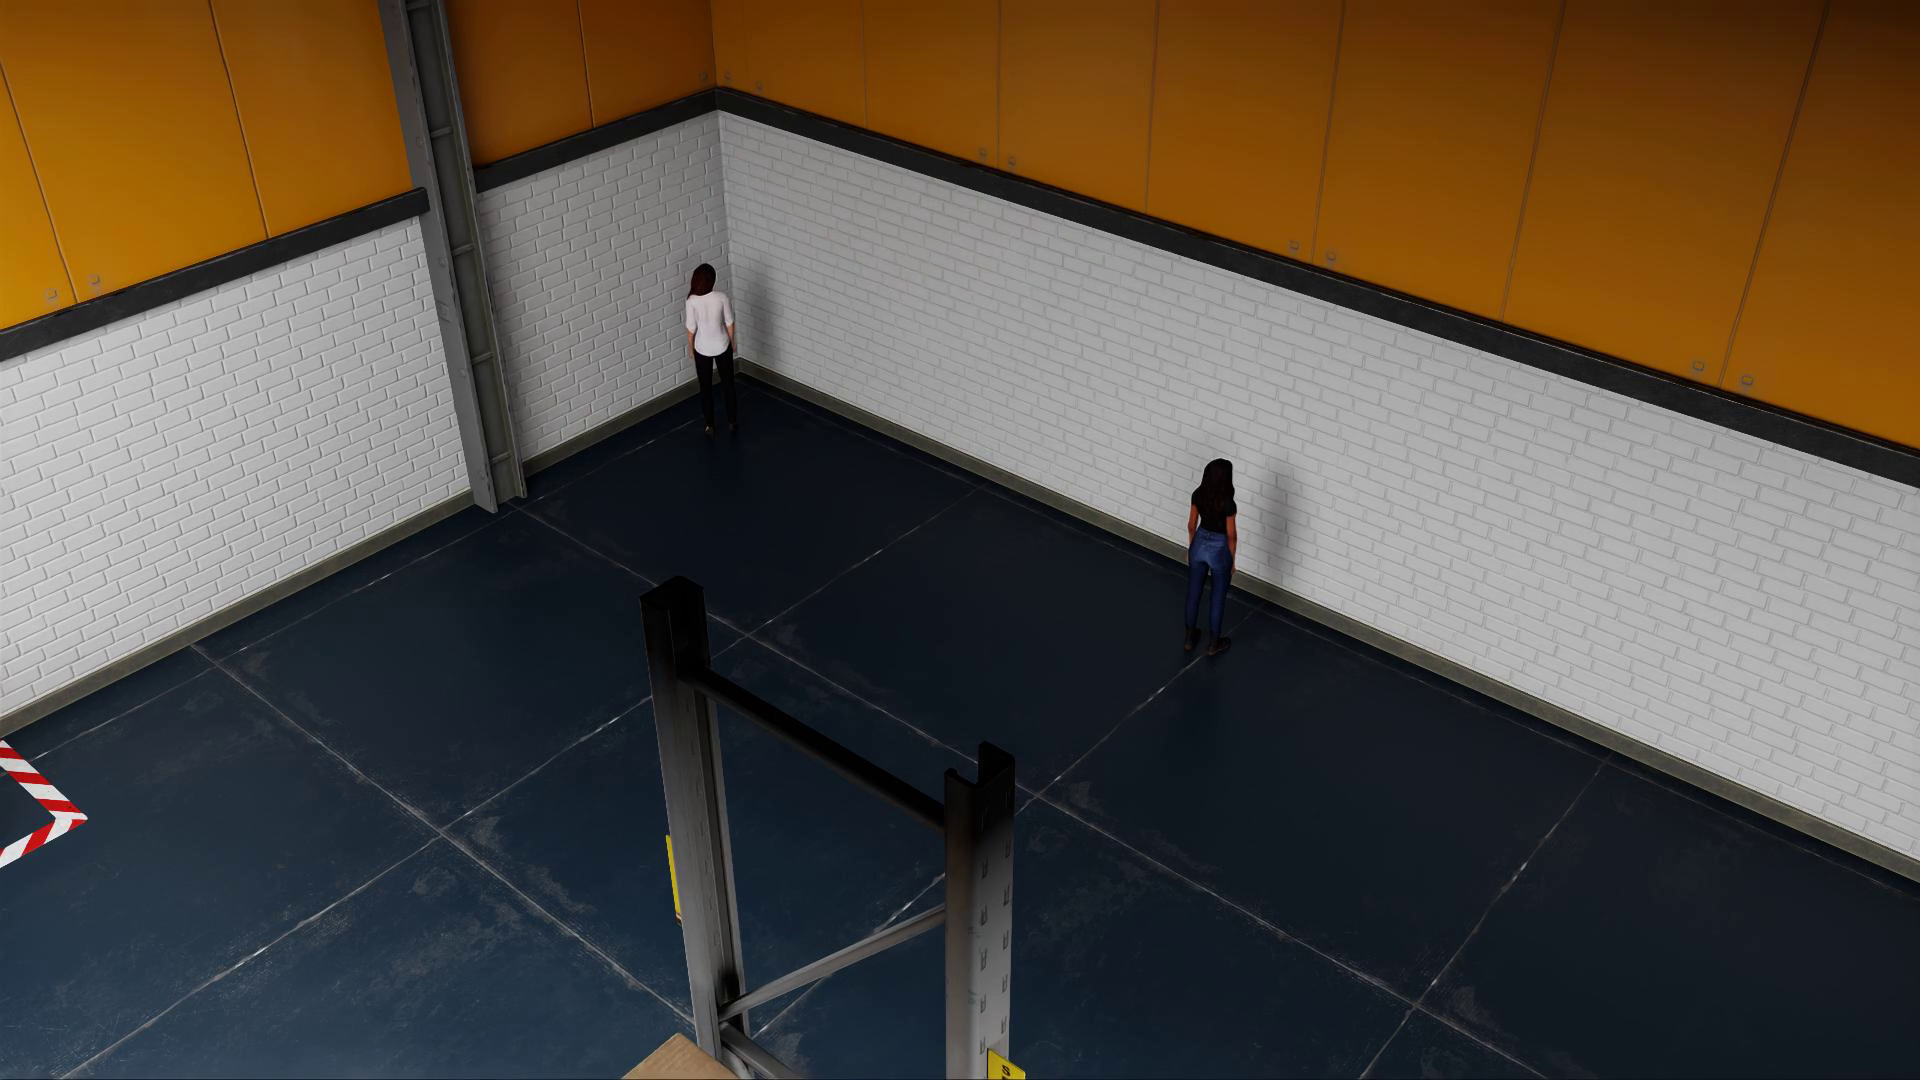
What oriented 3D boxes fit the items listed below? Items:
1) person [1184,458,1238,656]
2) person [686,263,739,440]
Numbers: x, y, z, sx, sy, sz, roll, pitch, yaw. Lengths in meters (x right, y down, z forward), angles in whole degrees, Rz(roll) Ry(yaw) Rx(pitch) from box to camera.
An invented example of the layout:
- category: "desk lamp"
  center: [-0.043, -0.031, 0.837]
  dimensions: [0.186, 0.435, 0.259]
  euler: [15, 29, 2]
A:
- category: "person"
  center: [1.962, 0.132, 13.022]
  dimensions: [0.585, 1.739, 0.559]
  euler: [20, 38, 27]
- category: "person"
  center: [-2.360, -1.797, 15.874]
  dimensions: [0.643, 1.794, 0.748]
  euler: [-9, 35, -13]
